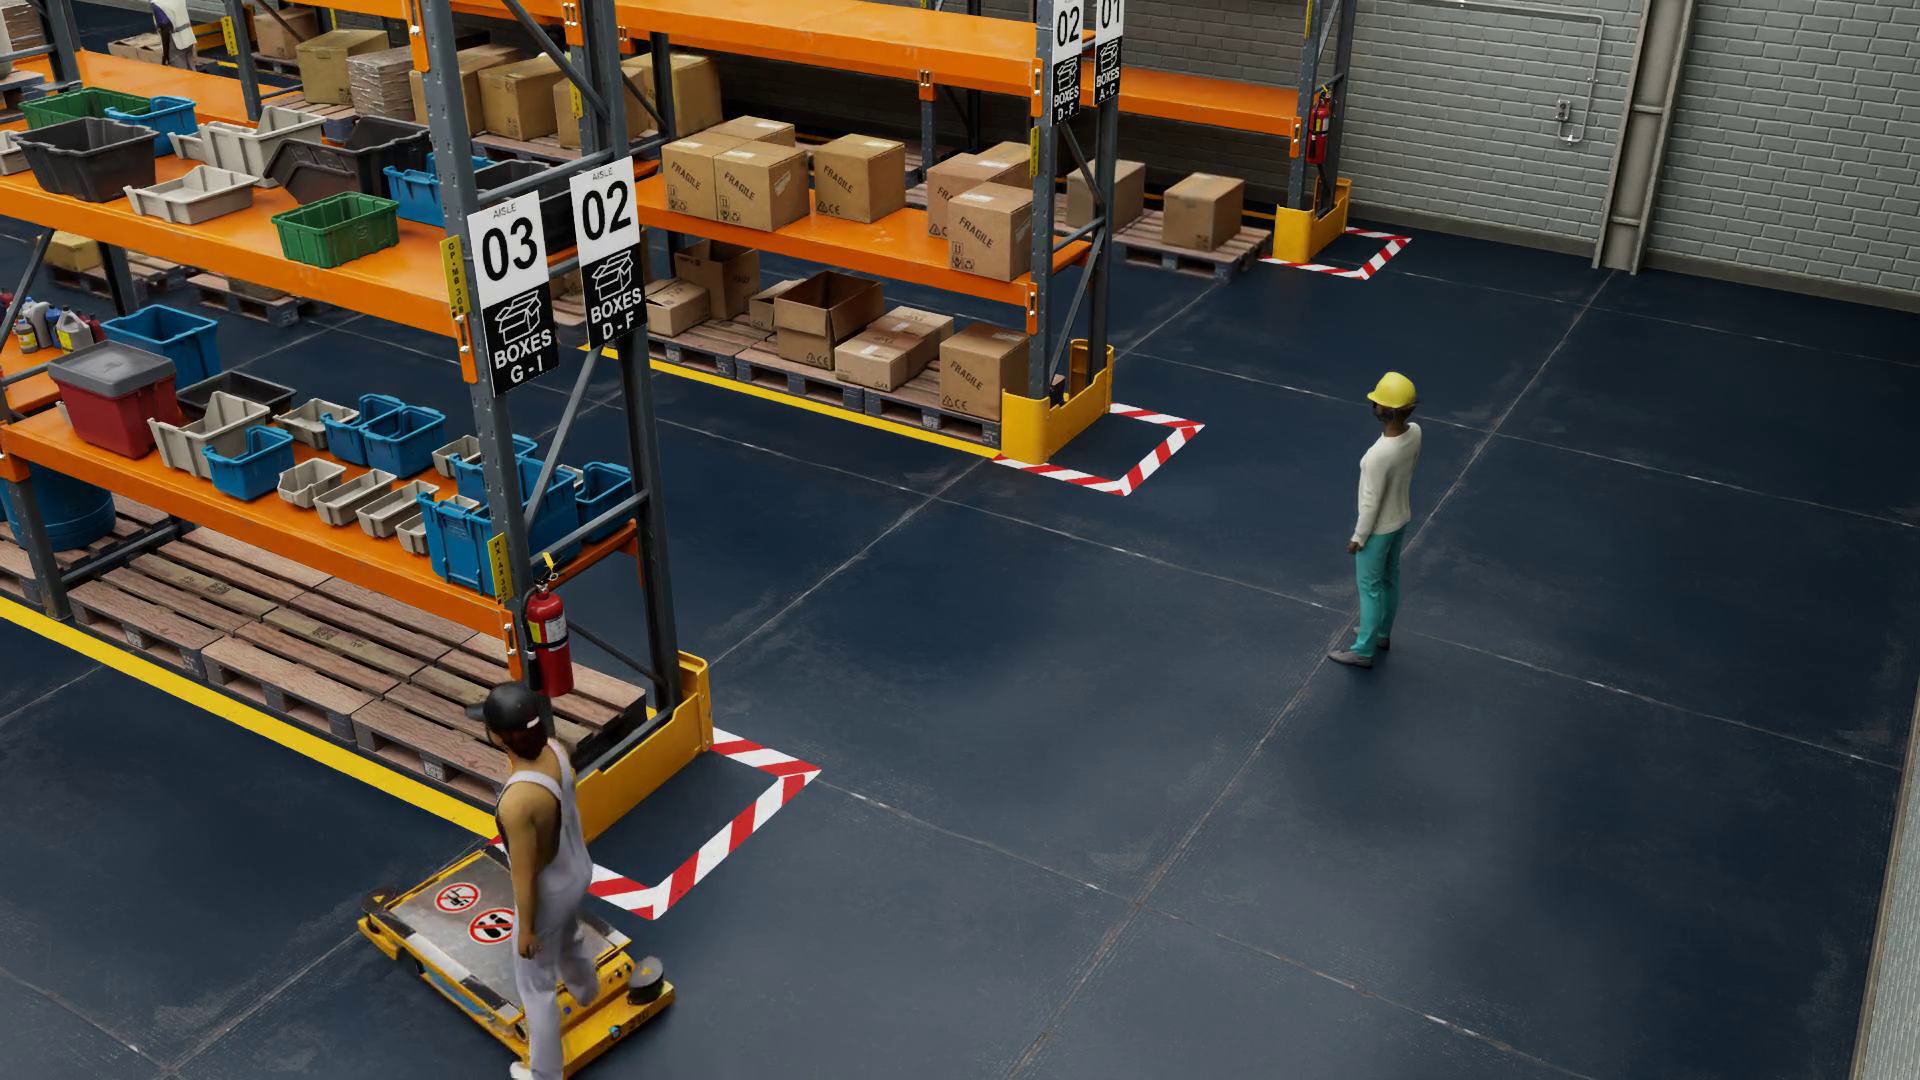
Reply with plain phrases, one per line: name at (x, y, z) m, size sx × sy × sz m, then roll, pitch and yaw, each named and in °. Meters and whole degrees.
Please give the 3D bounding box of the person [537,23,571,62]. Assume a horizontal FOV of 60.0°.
person at (-4.094, -4.469, 17.181) m, size 0.535 × 1.699 × 0.318 m, roll 6°, pitch 30°, yaw 11°

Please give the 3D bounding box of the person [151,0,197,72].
person at (-9.023, -5.676, 19.197) m, size 0.390 × 1.847 × 0.563 m, roll 3°, pitch 29°, yaw 6°

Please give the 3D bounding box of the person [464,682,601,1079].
person at (-1.672, 1.362, 6.569) m, size 0.407 × 1.852 × 0.537 m, roll 5°, pitch 30°, yaw 9°

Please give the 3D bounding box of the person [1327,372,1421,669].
person at (2.334, -0.106, 9.286) m, size 0.309 × 1.768 × 0.532 m, roll 21°, pitch 36°, yaw 33°

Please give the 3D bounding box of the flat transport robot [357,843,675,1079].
flat transport robot at (-1.987, 1.823, 7.362) m, size 1.431 × 0.231 × 0.659 m, roll 22°, pitch 36°, yaw 34°
